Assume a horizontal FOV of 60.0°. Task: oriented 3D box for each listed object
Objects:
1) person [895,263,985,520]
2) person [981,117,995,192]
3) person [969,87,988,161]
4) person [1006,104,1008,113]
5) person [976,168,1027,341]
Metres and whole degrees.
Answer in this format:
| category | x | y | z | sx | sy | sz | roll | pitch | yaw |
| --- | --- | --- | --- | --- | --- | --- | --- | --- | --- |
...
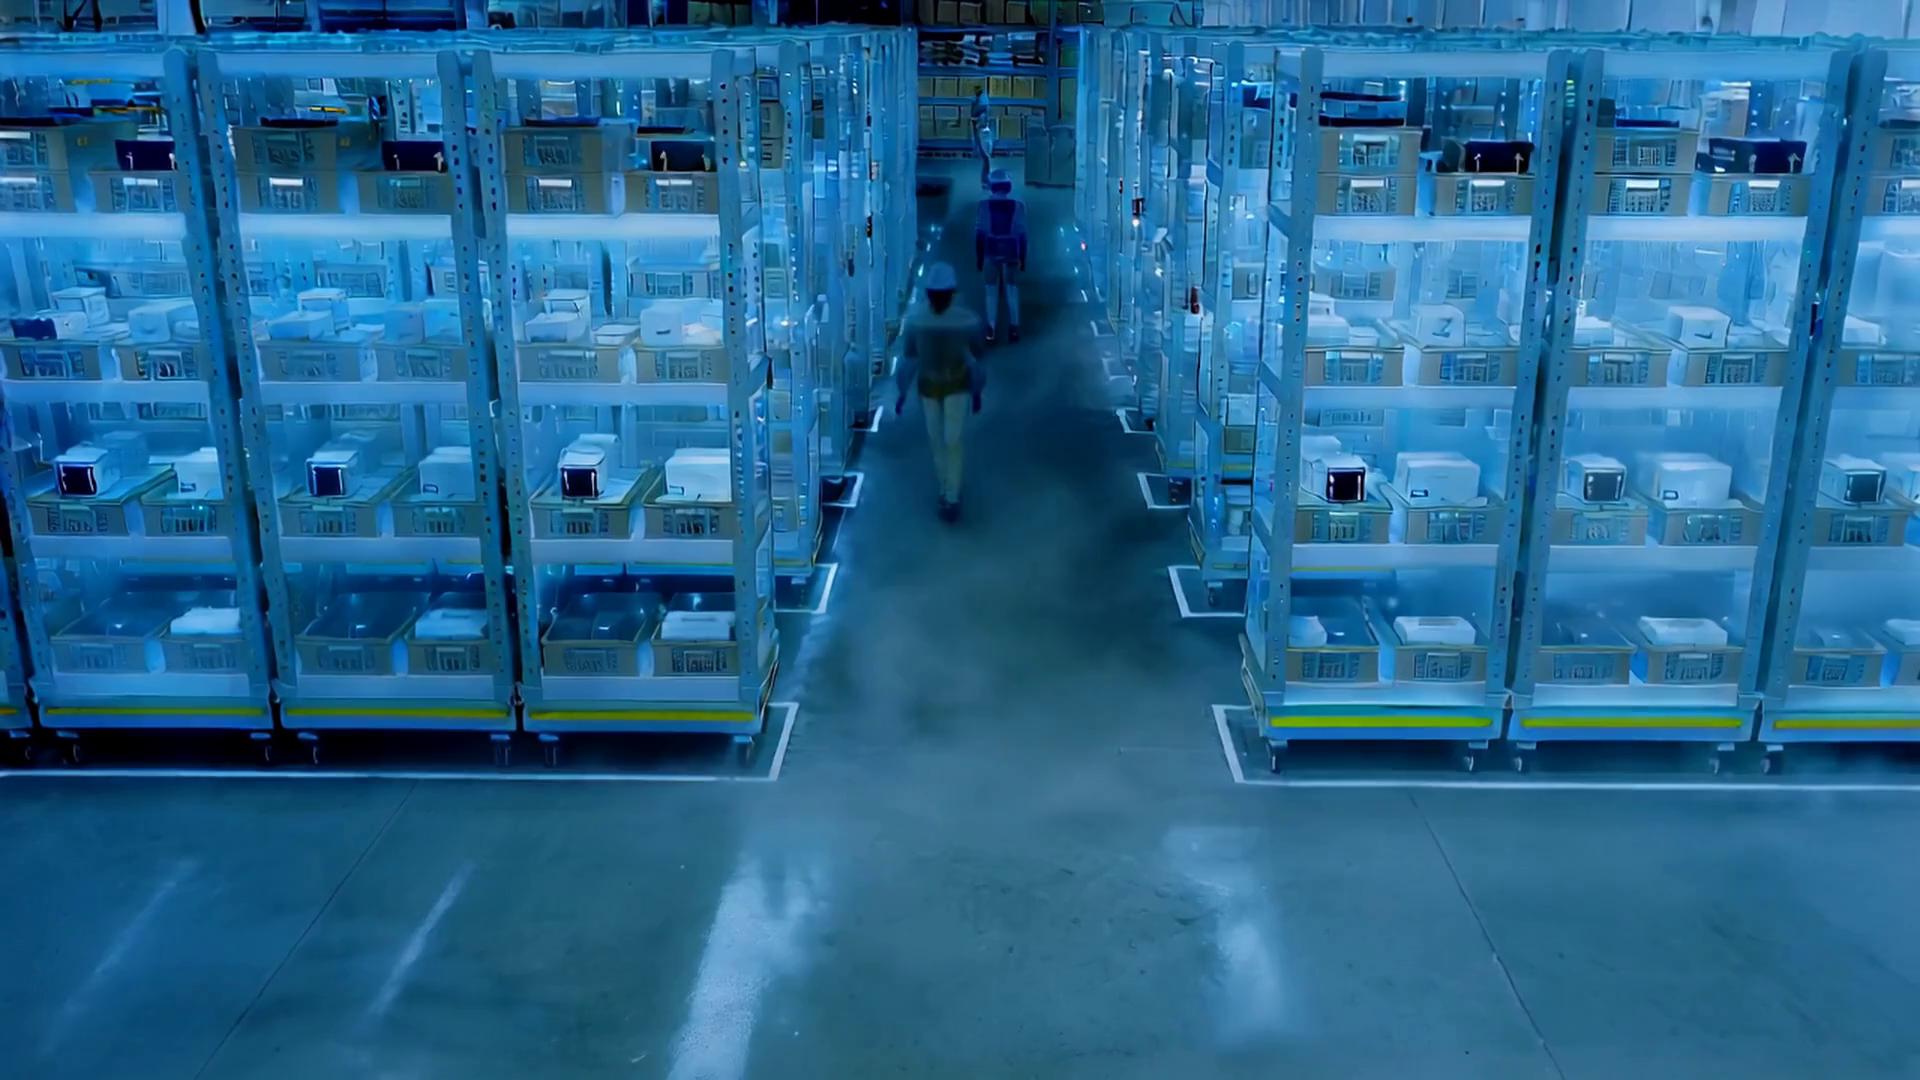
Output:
| category | x | y | z | sx | sy | sz | roll | pitch | yaw |
| --- | --- | --- | --- | --- | --- | --- | --- | --- | --- |
| person | -0.158 | -1.131 | 12.752 | 0.627 | 1.964 | 0.724 | 5 | 18 | 15 |
| person | 0.615 | -8.592 | 37.063 | 0.313 | 1.639 | 0.513 | 0 | 17 | 0 |
| person | 0.502 | -11.255 | 45.039 | 0.389 | 1.949 | 0.604 | -13 | 22 | -36 |
| person | 1.207 | -12.801 | 50.200 | 0.646 | 1.811 | 0.595 | -4 | 18 | -13 |
| person | 0.489 | -3.389 | 19.830 | 0.605 | 2.034 | 0.392 | 0 | 17 | -1 |
